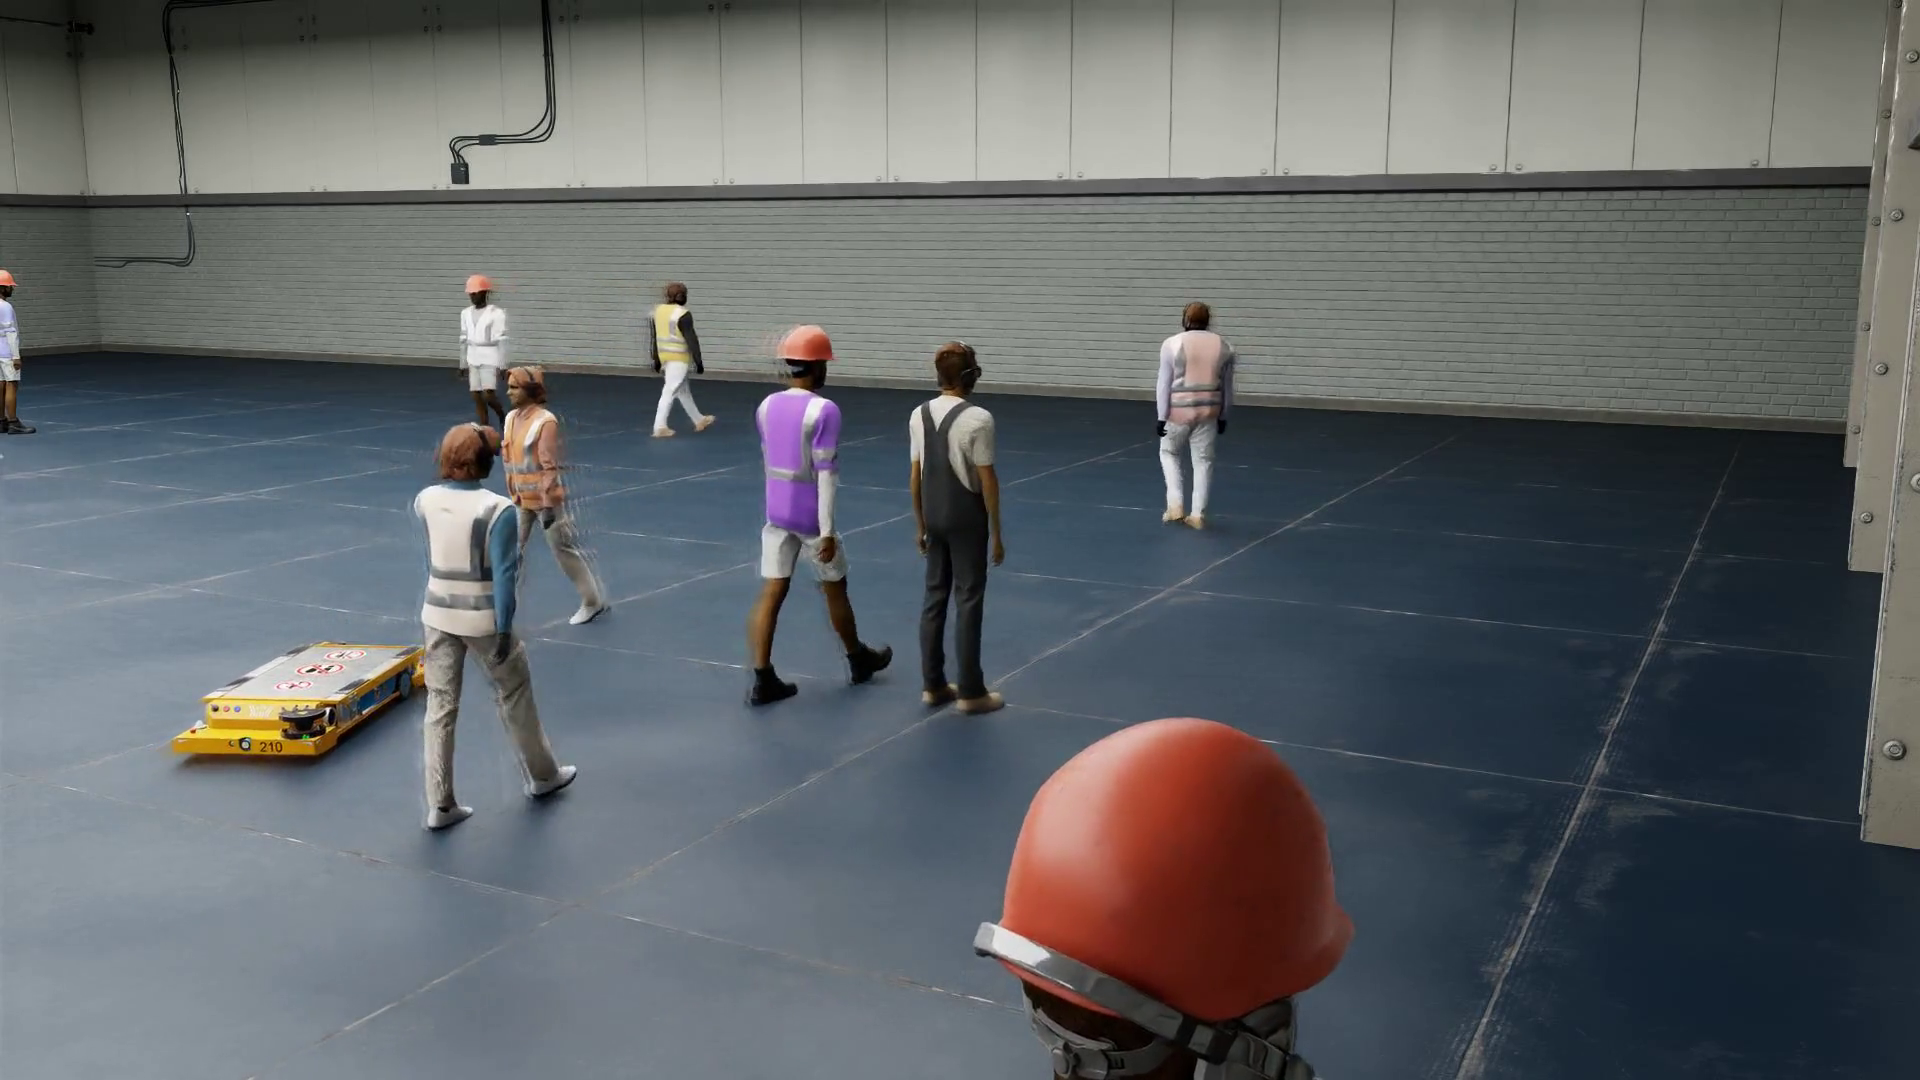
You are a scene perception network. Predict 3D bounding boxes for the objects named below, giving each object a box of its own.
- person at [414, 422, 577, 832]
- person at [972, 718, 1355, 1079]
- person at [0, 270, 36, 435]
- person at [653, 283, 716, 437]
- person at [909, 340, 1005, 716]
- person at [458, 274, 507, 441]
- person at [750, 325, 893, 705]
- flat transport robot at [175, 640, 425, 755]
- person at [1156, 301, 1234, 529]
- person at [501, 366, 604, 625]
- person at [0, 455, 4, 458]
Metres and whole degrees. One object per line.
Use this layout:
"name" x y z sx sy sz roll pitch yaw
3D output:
"person" -1.926 0.325 6.758 0.521 1.607 0.794 4 11 21
"person" 0.139 1.118 1.373 0.617 1.993 0.396 7 13 35
"person" -11.293 -2.218 19.720 0.552 1.936 0.359 7 13 35
"person" -3.278 -2.128 19.627 0.970 1.787 0.655 -10 14 -42
"person" -0.015 -0.056 8.185 0.514 1.844 0.332 8 13 37
"person" -5.261 -1.966 18.382 0.551 1.921 0.449 4 11 23
"person" -0.740 -0.143 8.521 0.565 1.888 0.953 8 13 36
"flat transport robot" -3.146 0.743 8.120 0.652 0.197 1.431 1 10 4
"person" 1.862 -1.011 13.442 0.661 1.825 0.555 -2 11 -12
"person" -2.499 -0.236 9.840 0.526 1.596 0.881 9 14 41
"person" -10.273 -1.660 17.195 0.531 1.748 0.716 4 11 19
